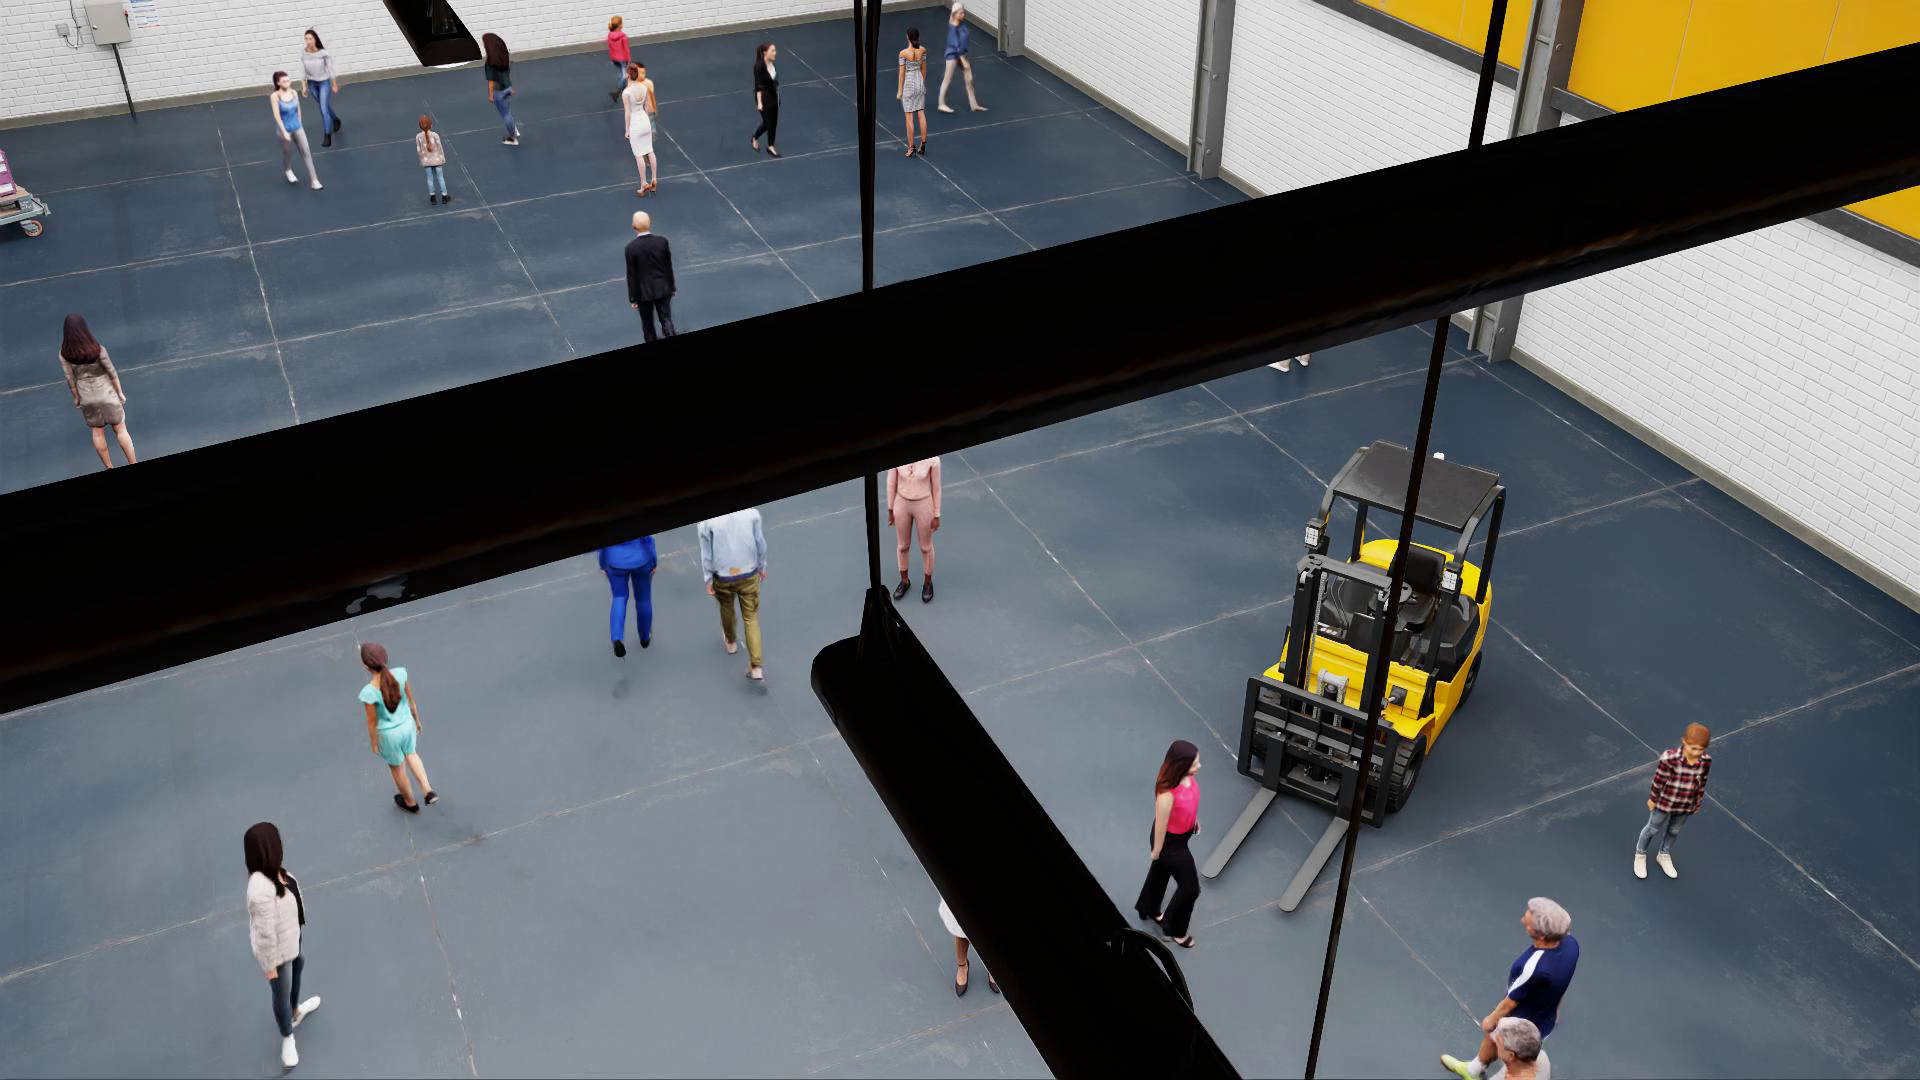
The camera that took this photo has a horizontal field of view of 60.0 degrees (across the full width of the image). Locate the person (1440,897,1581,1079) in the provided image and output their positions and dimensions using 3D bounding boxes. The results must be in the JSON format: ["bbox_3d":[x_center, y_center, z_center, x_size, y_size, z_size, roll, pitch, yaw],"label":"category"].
[{"bbox_3d":[3.344,2.834,9.565,1.254,1.786,0.949,27,42,34],"label":"person"}]

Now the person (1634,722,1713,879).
[{"bbox_3d":[4.970,1.789,11.570,0.608,1.306,0.631,0,34,0],"label":"person"}]

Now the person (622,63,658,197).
[{"bbox_3d":[-4.237,-5.426,21.989,0.613,1.789,0.627,25,41,33],"label":"person"}]

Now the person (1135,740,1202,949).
[{"bbox_3d":[1.334,1.965,10.998,0.827,1.645,0.767,11,35,15],"label":"person"}]

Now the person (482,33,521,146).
[{"bbox_3d":[-6.438,-6.365,23.567,0.765,1.606,0.697,10,35,15],"label":"person"}]

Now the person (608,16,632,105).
[{"bbox_3d":[-5.178,-7.238,25.155,0.812,1.302,0.817,18,38,25],"label":"person"}]

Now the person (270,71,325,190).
[{"bbox_3d":[-9.013,-5.485,22.280,1.139,1.565,0.803,28,43,35],"label":"person"}]

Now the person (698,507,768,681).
[{"bbox_3d":[-1.789,0.331,13.341,0.818,1.773,1.163,-9,35,-14],"label":"person"}]

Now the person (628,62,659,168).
[{"bbox_3d":[-4.408,-5.924,23.046,0.588,1.447,0.668,-15,37,-22],"label":"person"}]

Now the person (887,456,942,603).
[{"bbox_3d":[-0.388,-0.253,14.267,0.701,1.721,0.727,6,34,9],"label":"person"}]

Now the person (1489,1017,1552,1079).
[{"bbox_3d":[3.013,3.296,8.801,1.262,1.861,1.259,7,34,10],"label":"person"}]

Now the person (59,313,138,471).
[{"bbox_3d":[-8.234,-1.350,15.897,0.639,1.744,0.567,-8,34,-12],"label":"person"}]

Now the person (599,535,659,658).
[{"bbox_3d":[-2.711,0.254,13.534,0.831,1.687,0.953,1,34,2],"label":"person"}]

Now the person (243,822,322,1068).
[{"bbox_3d":[-4.232,2.497,10.227,0.861,1.614,0.575,-2,34,-4],"label":"person"}]

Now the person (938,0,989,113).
[{"bbox_3d":[-0.148,-7.122,24.659,1.082,1.658,0.994,14,36,20],"label":"person"}]

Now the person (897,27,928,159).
[{"bbox_3d":[-0.647,-6.253,23.203,0.632,1.822,0.569,-20,38,-27],"label":"person"}]

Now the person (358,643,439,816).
[{"bbox_3d":[-4.019,1.388,11.949,0.799,1.554,0.714,24,40,31],"label":"person"}]

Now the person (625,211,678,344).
[{"bbox_3d":[-3.262,-2.632,17.788,0.701,1.785,0.985,-14,36,-19],"label":"person"}]

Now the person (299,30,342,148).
[{"bbox_3d":[-9.124,-6.498,23.778,0.976,1.593,1.156,4,34,6],"label":"person"}]

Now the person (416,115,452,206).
[{"bbox_3d":[-6.956,-5.010,21.899,0.522,1.194,0.527,-6,34,-9],"label":"person"}]

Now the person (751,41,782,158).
[{"bbox_3d":[-2.760,-6.138,23.192,0.845,1.642,0.779,19,38,26],"label":"person"}]
